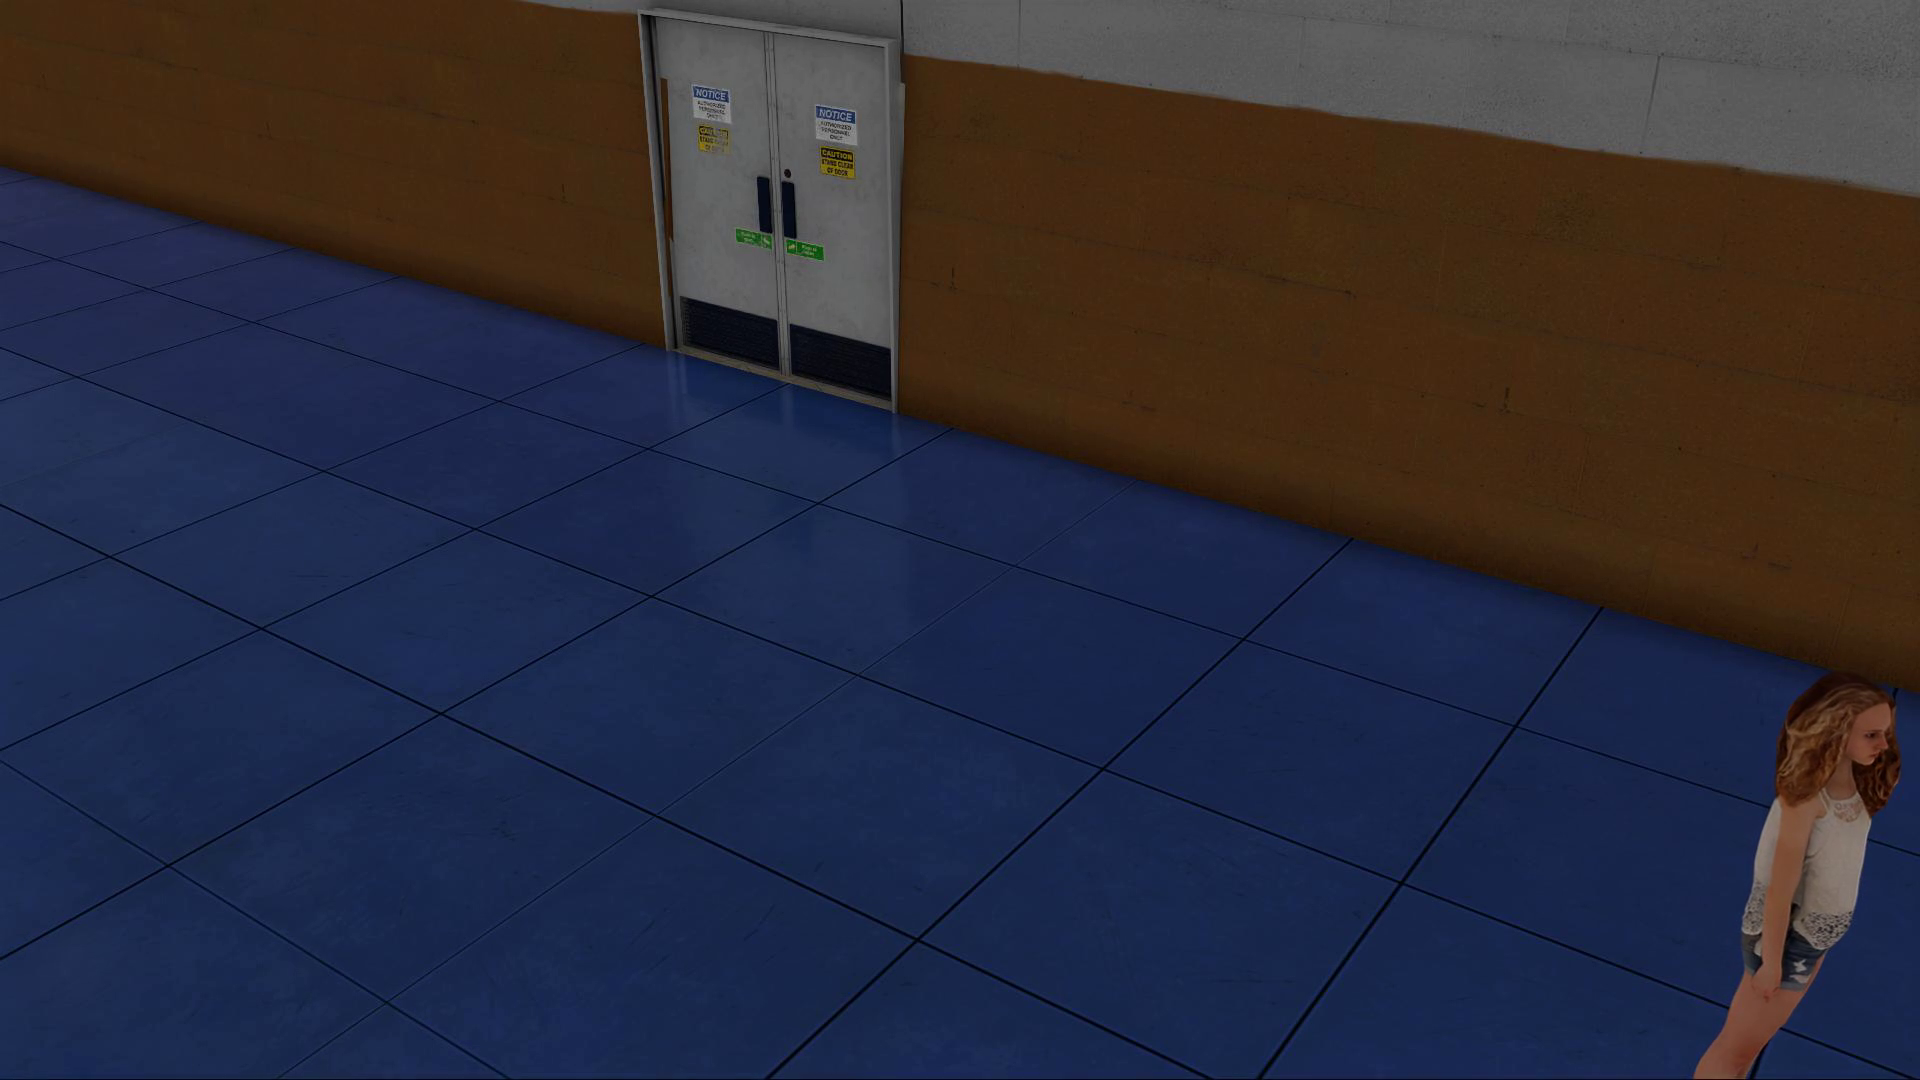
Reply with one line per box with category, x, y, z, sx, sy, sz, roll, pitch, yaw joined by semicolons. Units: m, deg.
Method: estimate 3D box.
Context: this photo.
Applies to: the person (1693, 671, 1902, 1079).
person;2.374;1.142;4.810;0.514;1.759;0.678;-23;35;-38
